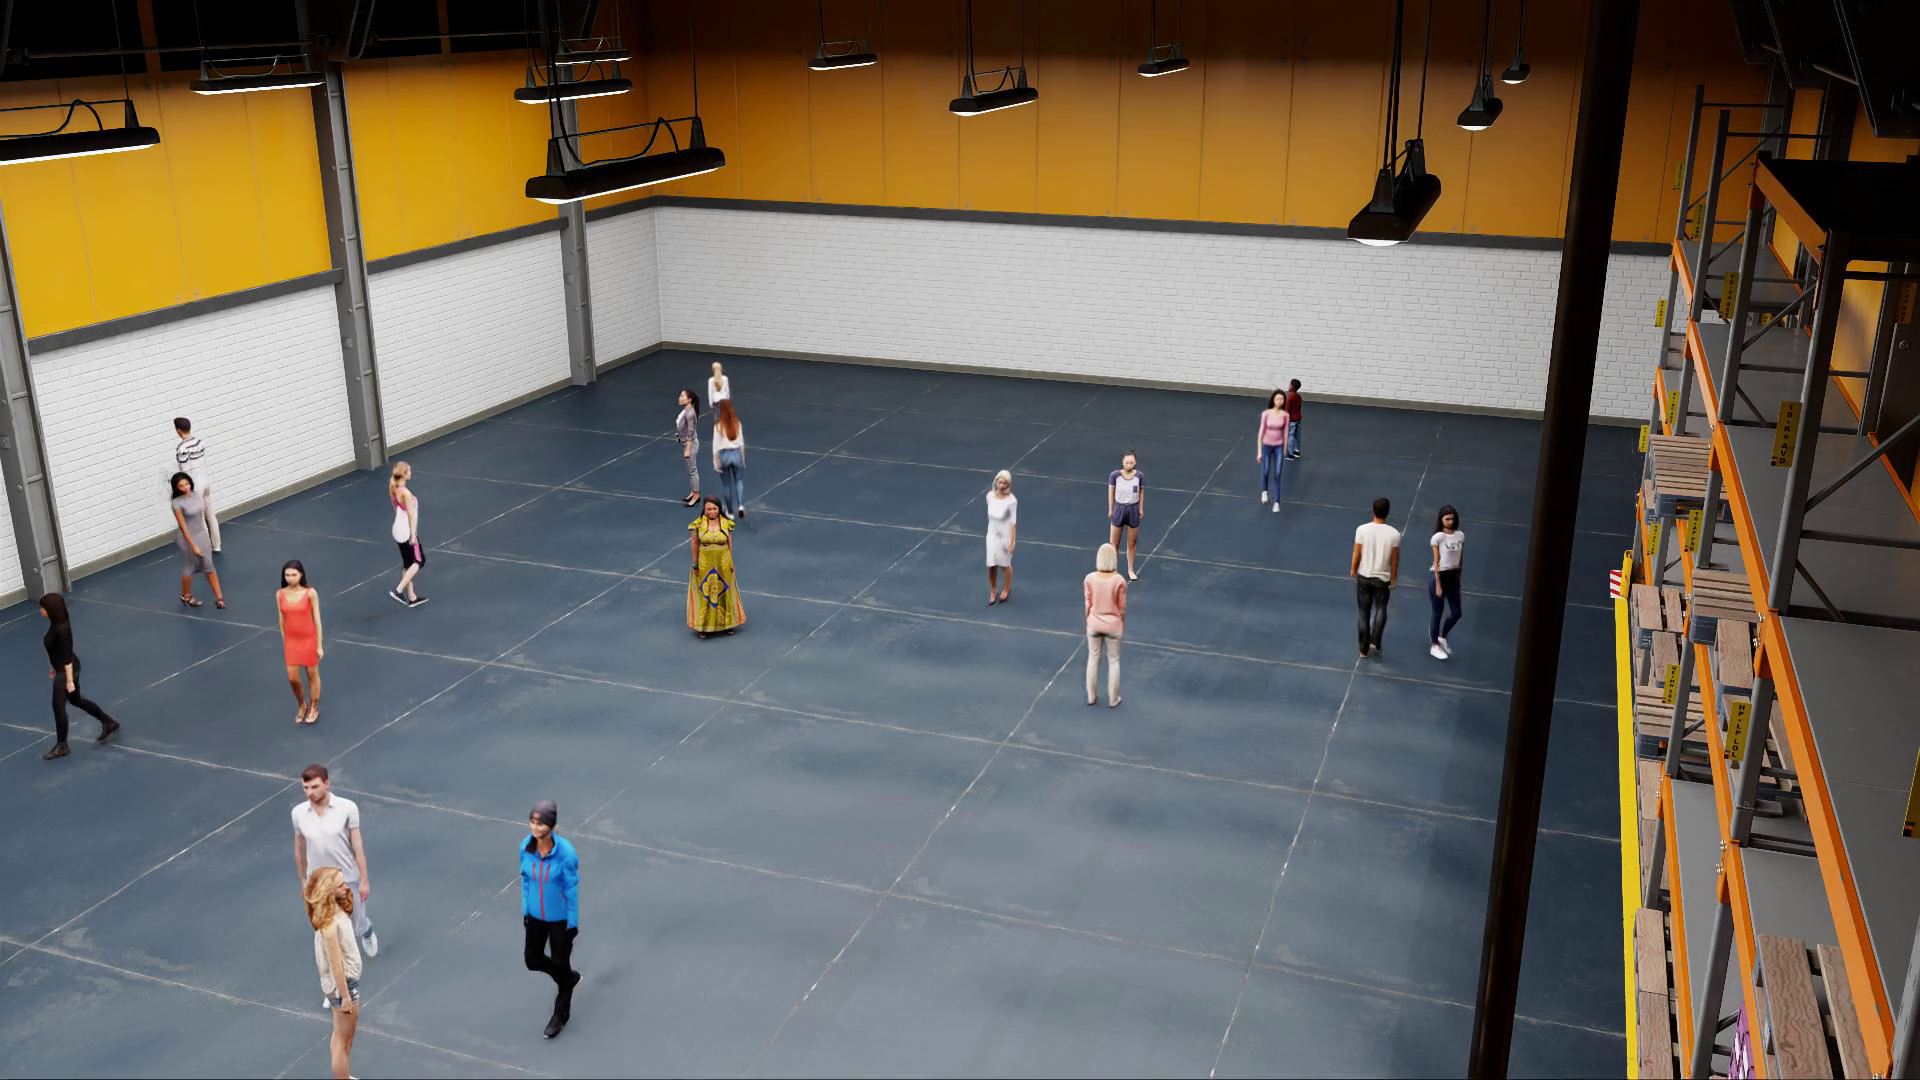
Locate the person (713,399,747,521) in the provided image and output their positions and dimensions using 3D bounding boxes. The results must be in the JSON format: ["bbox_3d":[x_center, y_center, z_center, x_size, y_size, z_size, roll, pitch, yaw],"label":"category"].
[{"bbox_3d":[-3.118,-1.074,22.739,0.804,1.721,0.867,-7,20,-21],"label":"person"}]

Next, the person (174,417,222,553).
[{"bbox_3d":[-9.801,-0.681,21.353,0.801,1.859,0.611,2,19,5],"label":"person"}]

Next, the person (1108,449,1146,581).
[{"bbox_3d":[2.045,-0.320,20.606,0.662,1.652,0.642,0,19,-1],"label":"person"}]

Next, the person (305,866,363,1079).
[{"bbox_3d":[-4.052,2.913,10.839,0.714,1.759,0.638,-7,20,-20],"label":"person"}]

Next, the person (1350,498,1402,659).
[{"bbox_3d":[4.508,0.442,18.133,0.684,1.787,0.659,4,19,11],"label":"person"}]

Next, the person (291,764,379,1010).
[{"bbox_3d":[-4.529,2.446,12.113,0.912,1.831,1.078,-2,19,-5],"label":"person"}]

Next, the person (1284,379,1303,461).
[{"bbox_3d":[5.201,-1.891,25.900,0.632,1.251,0.529,17,25,40],"label":"person"}]

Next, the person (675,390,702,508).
[{"bbox_3d":[-3.817,-1.313,23.515,0.784,1.678,0.696,-4,19,-12],"label":"person"}]

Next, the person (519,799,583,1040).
[{"bbox_3d":[-2.820,2.610,11.691,0.634,1.790,0.720,8,20,22],"label":"person"}]

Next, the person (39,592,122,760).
[{"bbox_3d":[-8.511,1.256,15.974,1.009,1.623,0.919,-10,21,-28],"label":"person"}]

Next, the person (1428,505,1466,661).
[{"bbox_3d":[5.219,0.446,18.160,0.721,1.762,0.775,-8,20,-23],"label":"person"}]

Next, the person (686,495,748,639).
[{"bbox_3d":[-2.793,0.277,18.820,1.000,1.660,1.049,-7,20,-21],"label":"person"}]

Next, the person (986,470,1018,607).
[{"bbox_3d":[0.491,-0.041,19.697,0.606,1.704,0.731,13,22,33],"label":"person"}]

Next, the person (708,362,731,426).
[{"bbox_3d":[-3.874,-2.228,26.880,0.716,1.264,0.849,-4,19,-12],"label":"person"}]

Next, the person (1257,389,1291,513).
[{"bbox_3d":[4.373,-1.280,23.390,0.785,1.696,1.199,2,19,5],"label":"person"}]

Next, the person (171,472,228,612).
[{"bbox_3d":[-9.023,0.022,19.468,0.753,1.731,0.912,5,19,14],"label":"person"}]

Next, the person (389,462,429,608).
[{"bbox_3d":[-6.602,-0.033,19.564,0.730,1.774,0.827,15,24,38],"label":"person"}]

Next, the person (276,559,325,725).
[{"bbox_3d":[-6.537,0.999,16.606,0.686,1.707,0.709,-2,19,-6],"label":"person"}]

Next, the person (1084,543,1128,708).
[{"bbox_3d":[1.478,0.863,16.982,0.592,1.724,0.520,6,19,17],"label":"person"}]
